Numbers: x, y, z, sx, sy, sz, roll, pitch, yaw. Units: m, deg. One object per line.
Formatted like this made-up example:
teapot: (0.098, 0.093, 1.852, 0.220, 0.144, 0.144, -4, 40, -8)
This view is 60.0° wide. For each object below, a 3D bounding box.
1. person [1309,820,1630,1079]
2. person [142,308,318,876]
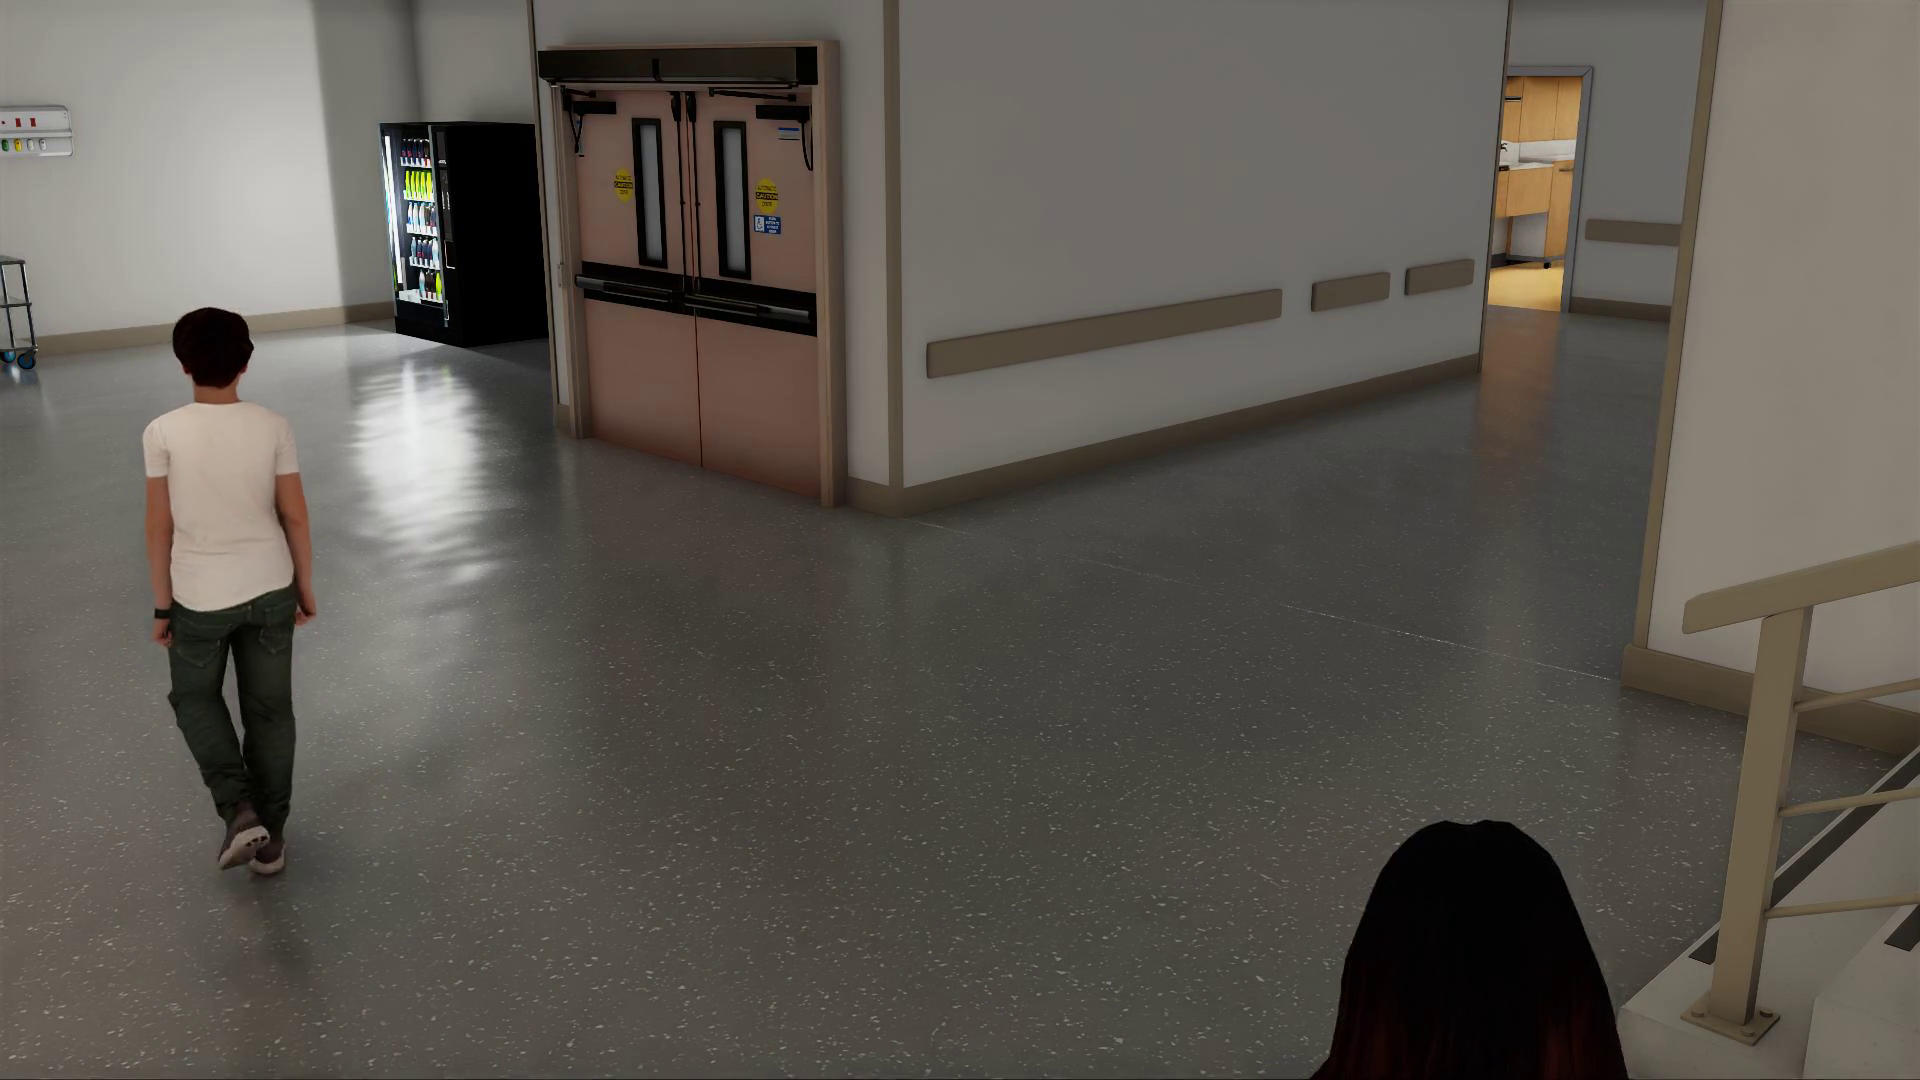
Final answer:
person: (0.463, 1.075, 1.557, 1.107, 1.609, 0.982, 5, 17, 18)
person: (-2.015, 0.189, 4.624, 0.701, 1.649, 0.805, -9, 18, -28)
